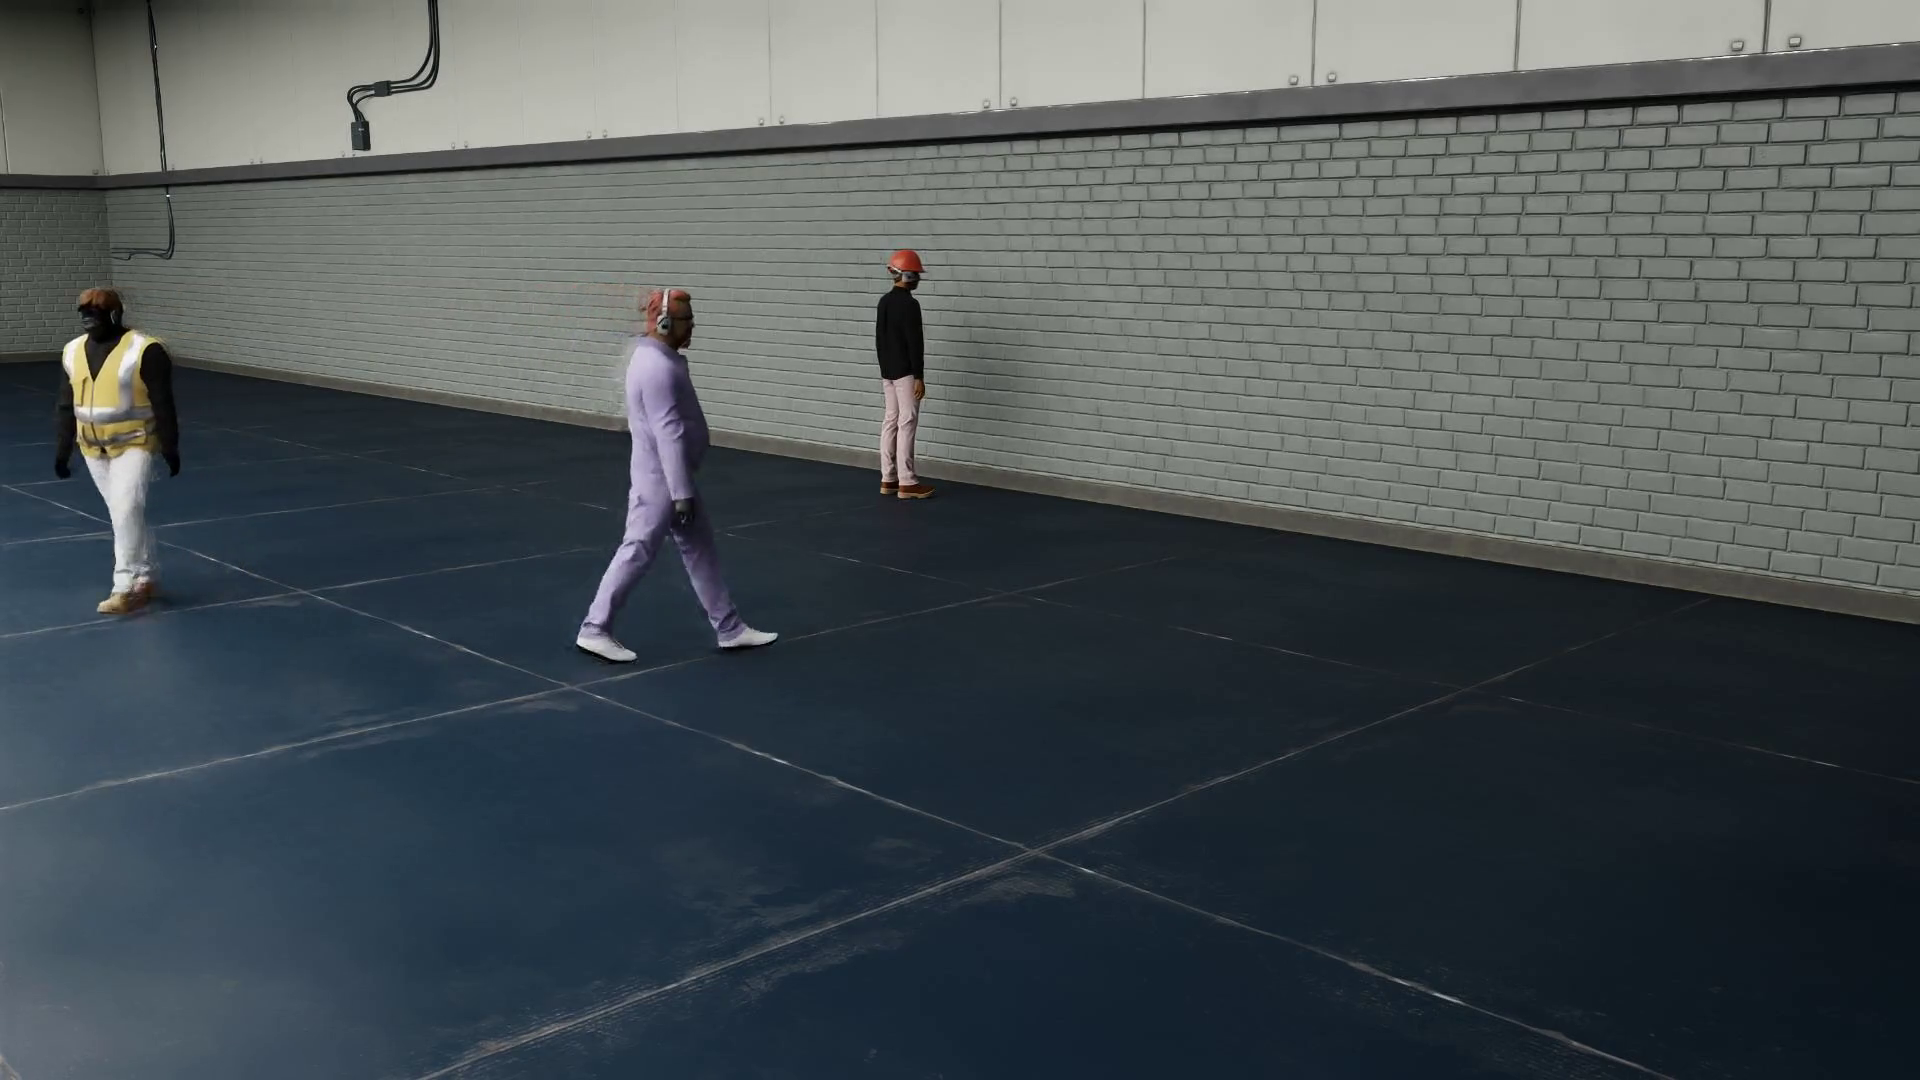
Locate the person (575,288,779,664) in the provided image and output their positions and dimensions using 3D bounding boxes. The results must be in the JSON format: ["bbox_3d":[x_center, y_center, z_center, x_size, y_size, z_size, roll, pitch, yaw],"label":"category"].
[{"bbox_3d":[-1.468,-0.307,8.251,1.006,1.867,0.665,-1,10,-8],"label":"person"}]

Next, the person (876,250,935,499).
[{"bbox_3d":[-0.452,-1.350,13.516,0.389,1.991,0.626,-6,12,-30],"label":"person"}]

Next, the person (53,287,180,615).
[{"bbox_3d":[-4.795,-0.489,9.306,0.661,1.813,0.795,2,11,11],"label":"person"}]
